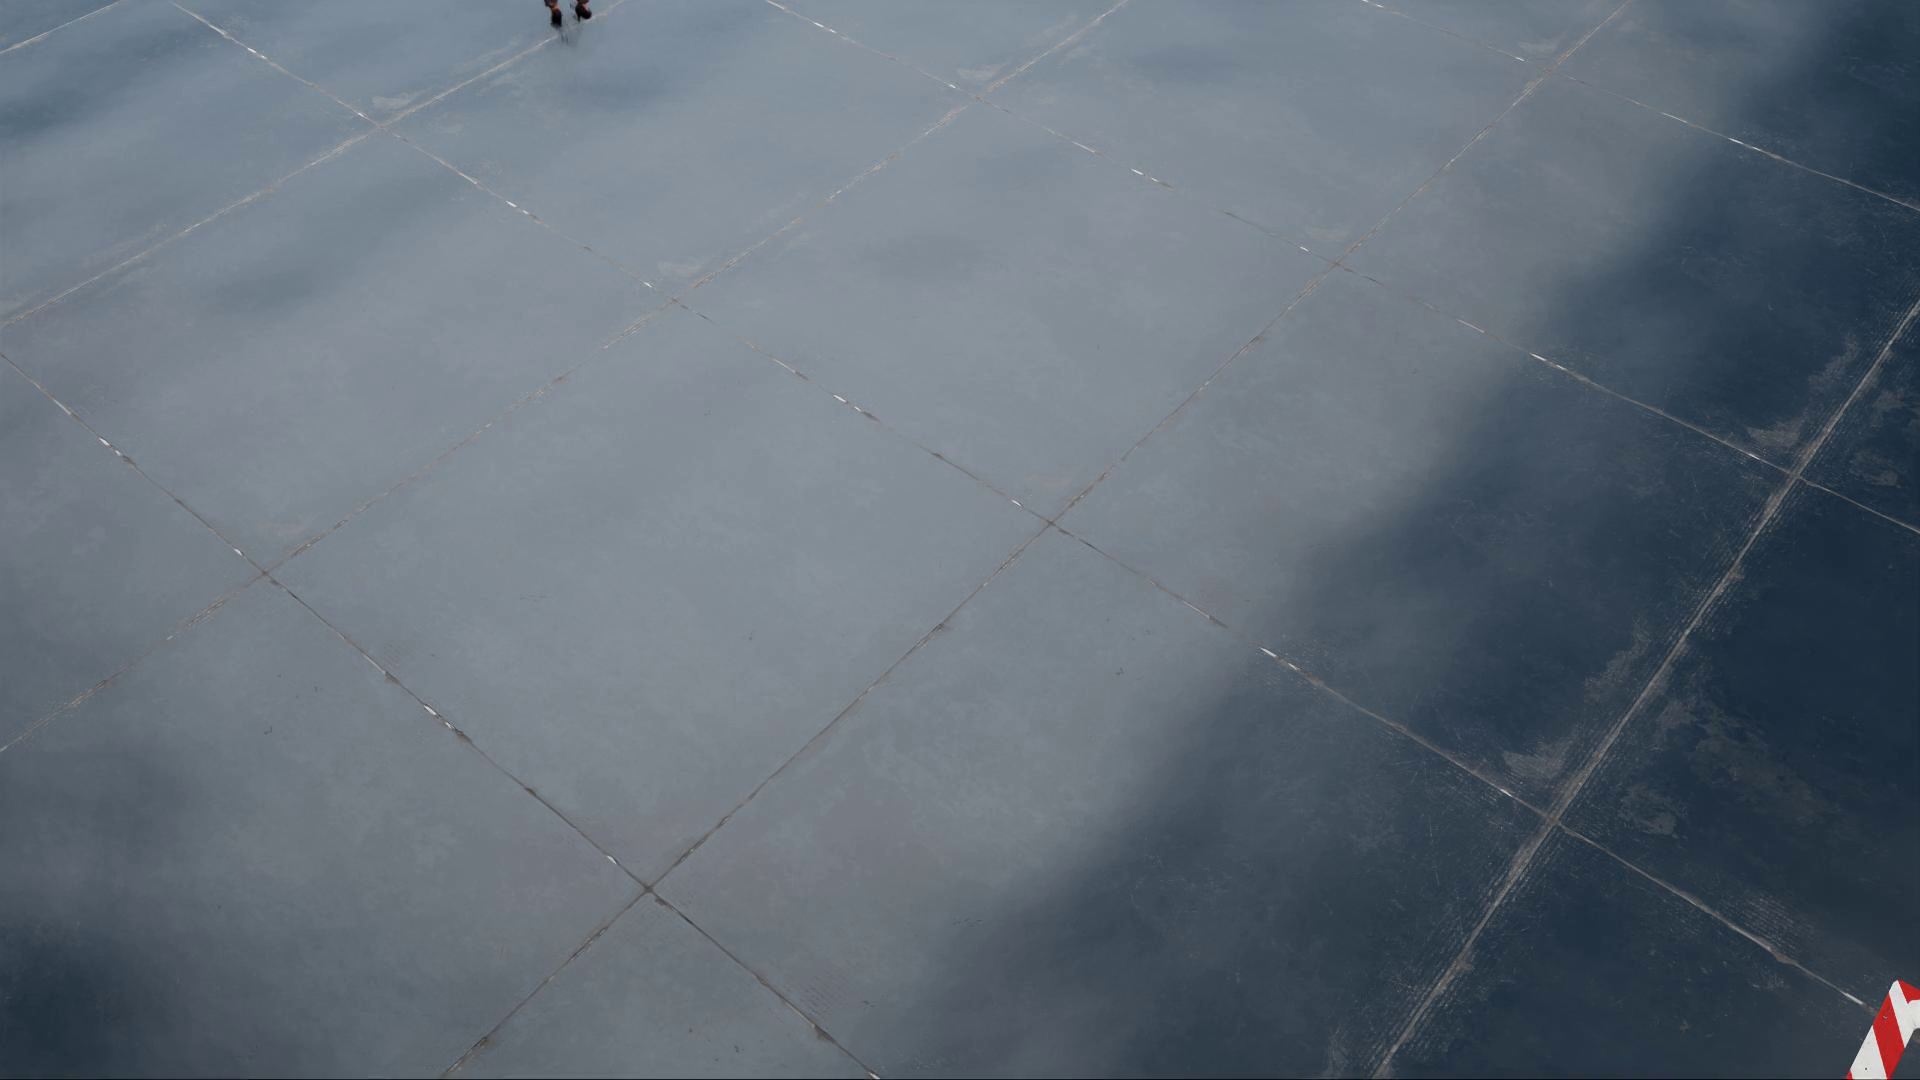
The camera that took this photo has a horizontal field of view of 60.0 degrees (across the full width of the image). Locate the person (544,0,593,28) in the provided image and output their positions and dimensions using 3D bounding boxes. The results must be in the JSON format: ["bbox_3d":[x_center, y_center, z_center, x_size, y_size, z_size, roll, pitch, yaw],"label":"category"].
[{"bbox_3d":[-2.999,-4.558,12.141,0.688,1.670,0.733,-7,48,-7],"label":"person"}]
